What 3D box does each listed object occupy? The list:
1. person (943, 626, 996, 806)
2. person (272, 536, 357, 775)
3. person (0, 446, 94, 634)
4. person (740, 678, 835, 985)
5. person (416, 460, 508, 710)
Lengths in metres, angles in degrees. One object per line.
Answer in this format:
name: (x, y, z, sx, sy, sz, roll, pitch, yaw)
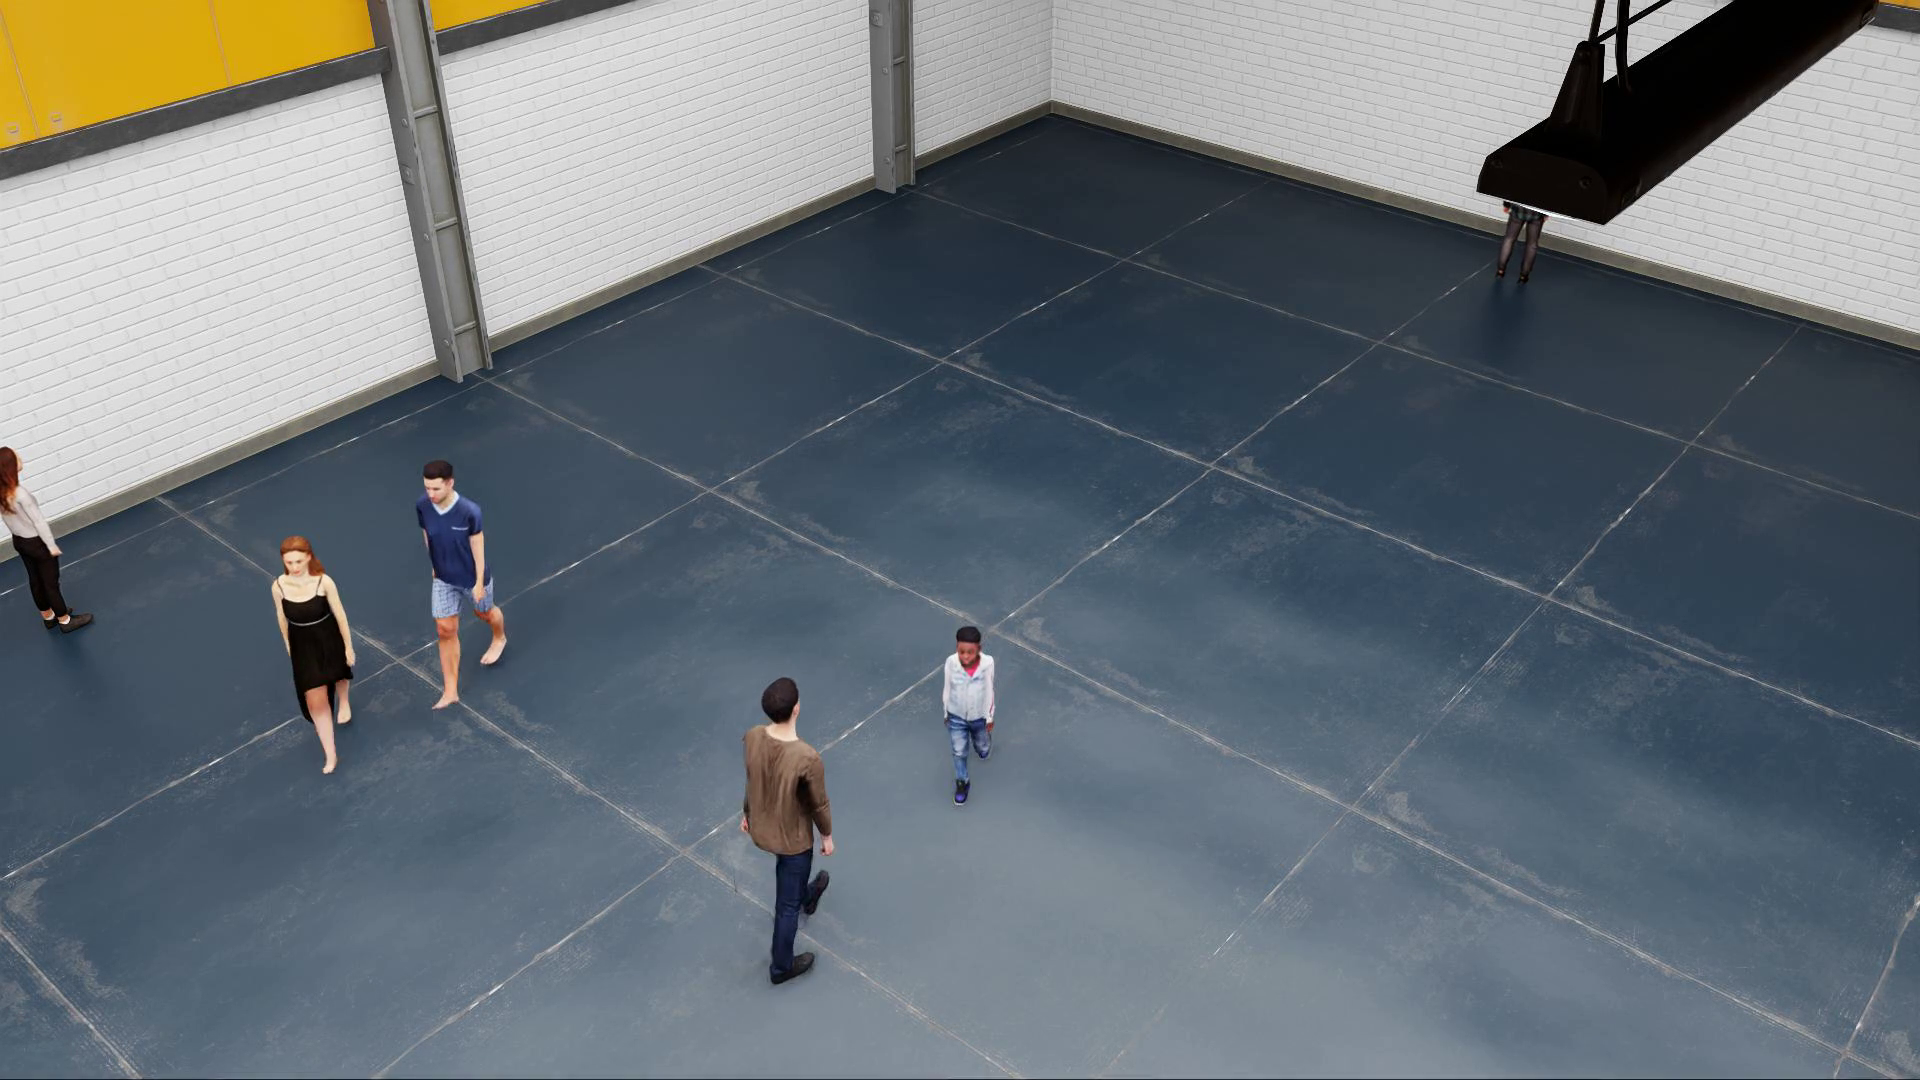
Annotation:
person: (0.069, 1.035, 10.474, 0.727, 1.244, 0.861, 4, 34, 7)
person: (-4.139, 0.634, 10.779, 1.086, 1.576, 1.051, -8, 34, -12)
person: (-6.593, 0.007, 11.805, 0.584, 1.484, 0.550, 16, 37, 23)
person: (-1.016, 1.626, 9.043, 0.779, 1.846, 1.057, 22, 40, 30)
person: (-3.325, 0.194, 11.250, 1.031, 1.786, 1.261, 6, 34, 9)
